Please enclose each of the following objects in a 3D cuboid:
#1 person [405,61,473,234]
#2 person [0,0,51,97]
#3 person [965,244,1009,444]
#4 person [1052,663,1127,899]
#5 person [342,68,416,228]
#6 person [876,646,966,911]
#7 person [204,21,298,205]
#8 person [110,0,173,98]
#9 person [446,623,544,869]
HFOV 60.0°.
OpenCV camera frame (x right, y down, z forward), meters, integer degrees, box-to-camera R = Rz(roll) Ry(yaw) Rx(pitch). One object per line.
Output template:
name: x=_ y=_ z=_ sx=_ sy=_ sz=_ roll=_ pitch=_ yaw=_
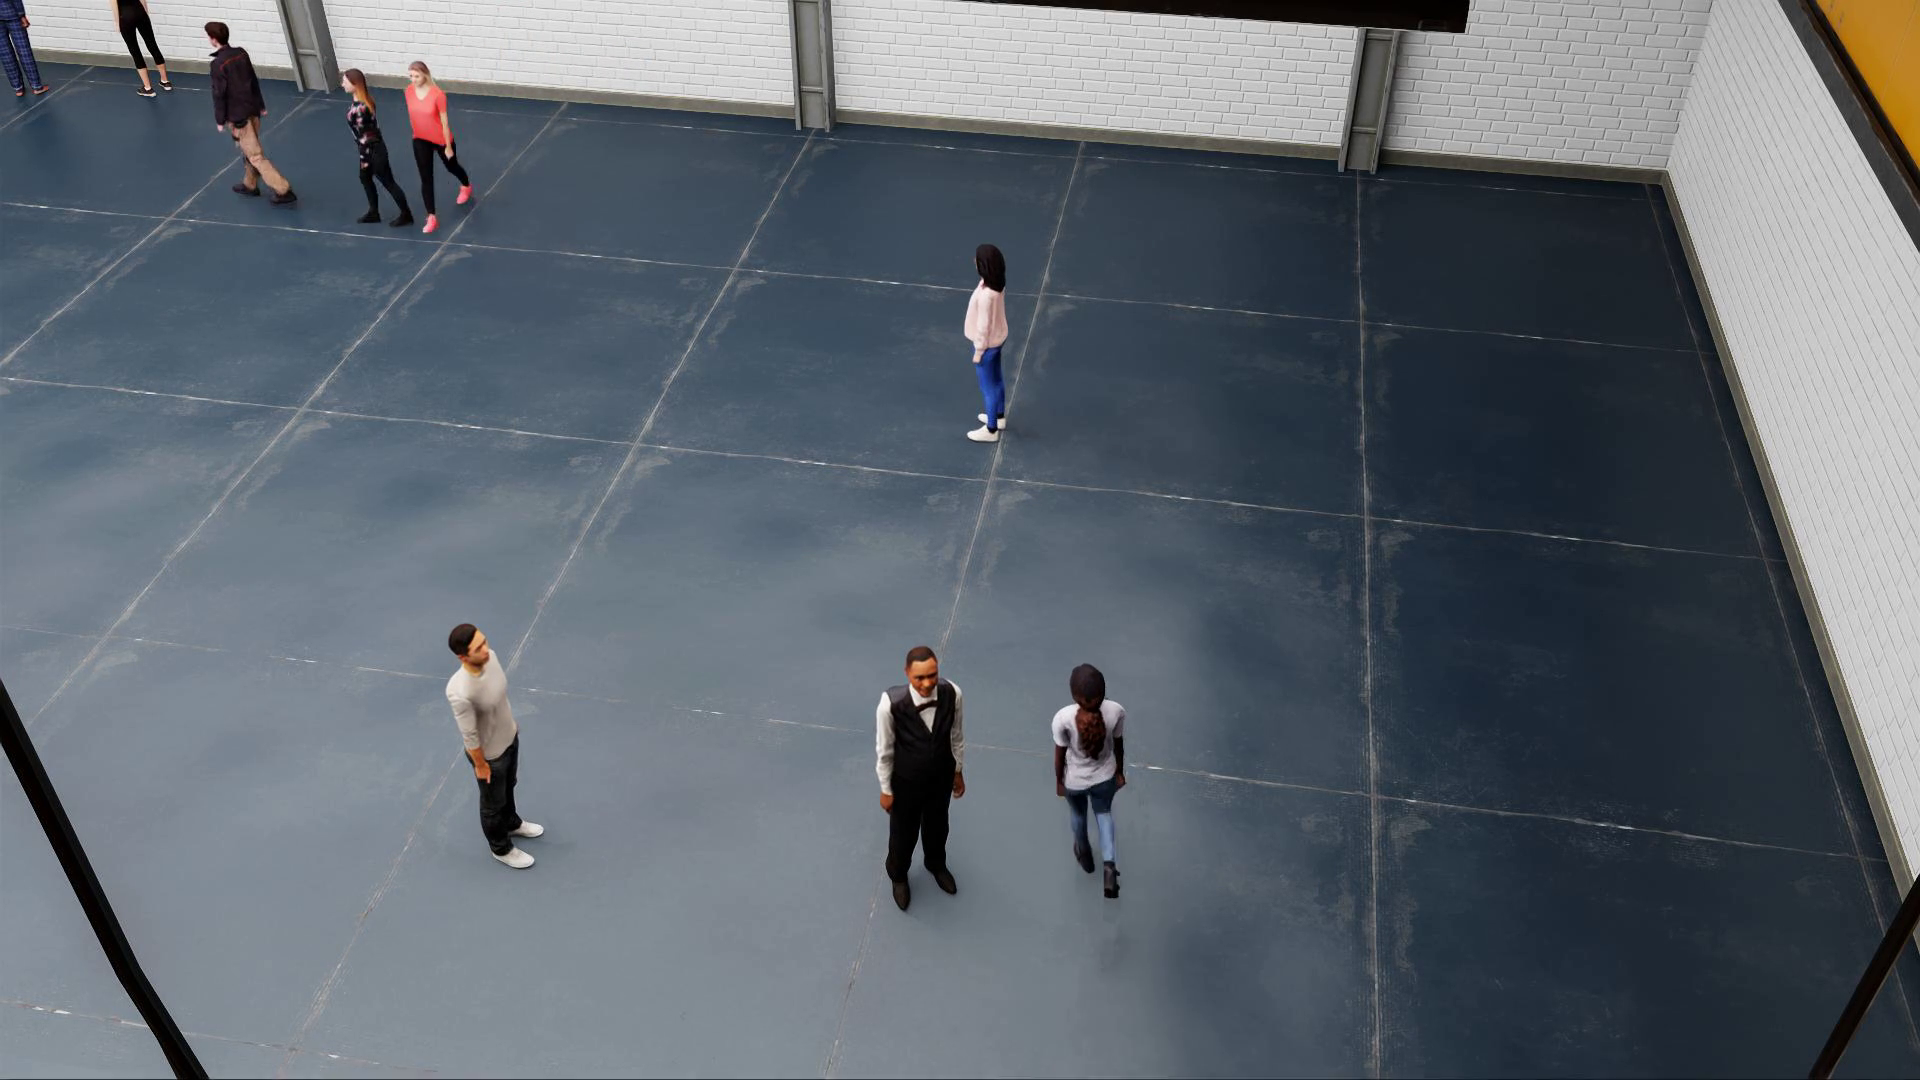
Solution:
person: x=-5.172 y=-3.983 z=16.562 sx=1.099 sy=1.648 sz=0.653 roll=7 pitch=39 yaw=8
person: x=-10.879 y=-5.957 z=18.893 sx=0.676 sy=1.825 sz=0.811 roll=-7 pitch=39 yaw=-8
person: x=0.242 y=-1.592 z=13.472 sx=0.600 sy=1.768 sz=0.686 roll=13 pitch=40 yaw=15
person: x=0.772 y=1.452 z=9.713 sx=0.908 sy=1.704 sz=0.860 roll=-5 pitch=39 yaw=-7
person: x=-5.688 y=-3.848 z=16.383 sx=0.909 sy=1.661 sz=0.793 roll=-11 pitch=40 yaw=-13
person: x=-0.229 y=1.346 z=9.673 sx=0.718 sy=1.918 sz=0.840 roll=-14 pitch=41 yaw=-16
person: x=-7.130 y=-4.226 z=16.668 sx=1.114 sy=1.897 sz=0.794 roll=11 pitch=40 yaw=14
person: x=-9.418 y=-5.930 z=18.940 sx=0.651 sy=1.722 sz=0.647 roll=25 pitch=45 yaw=28
person: x=-2.819 y=1.204 z=9.936 sx=0.540 sy=1.811 sz=0.654 roll=6 pitch=39 yaw=7
